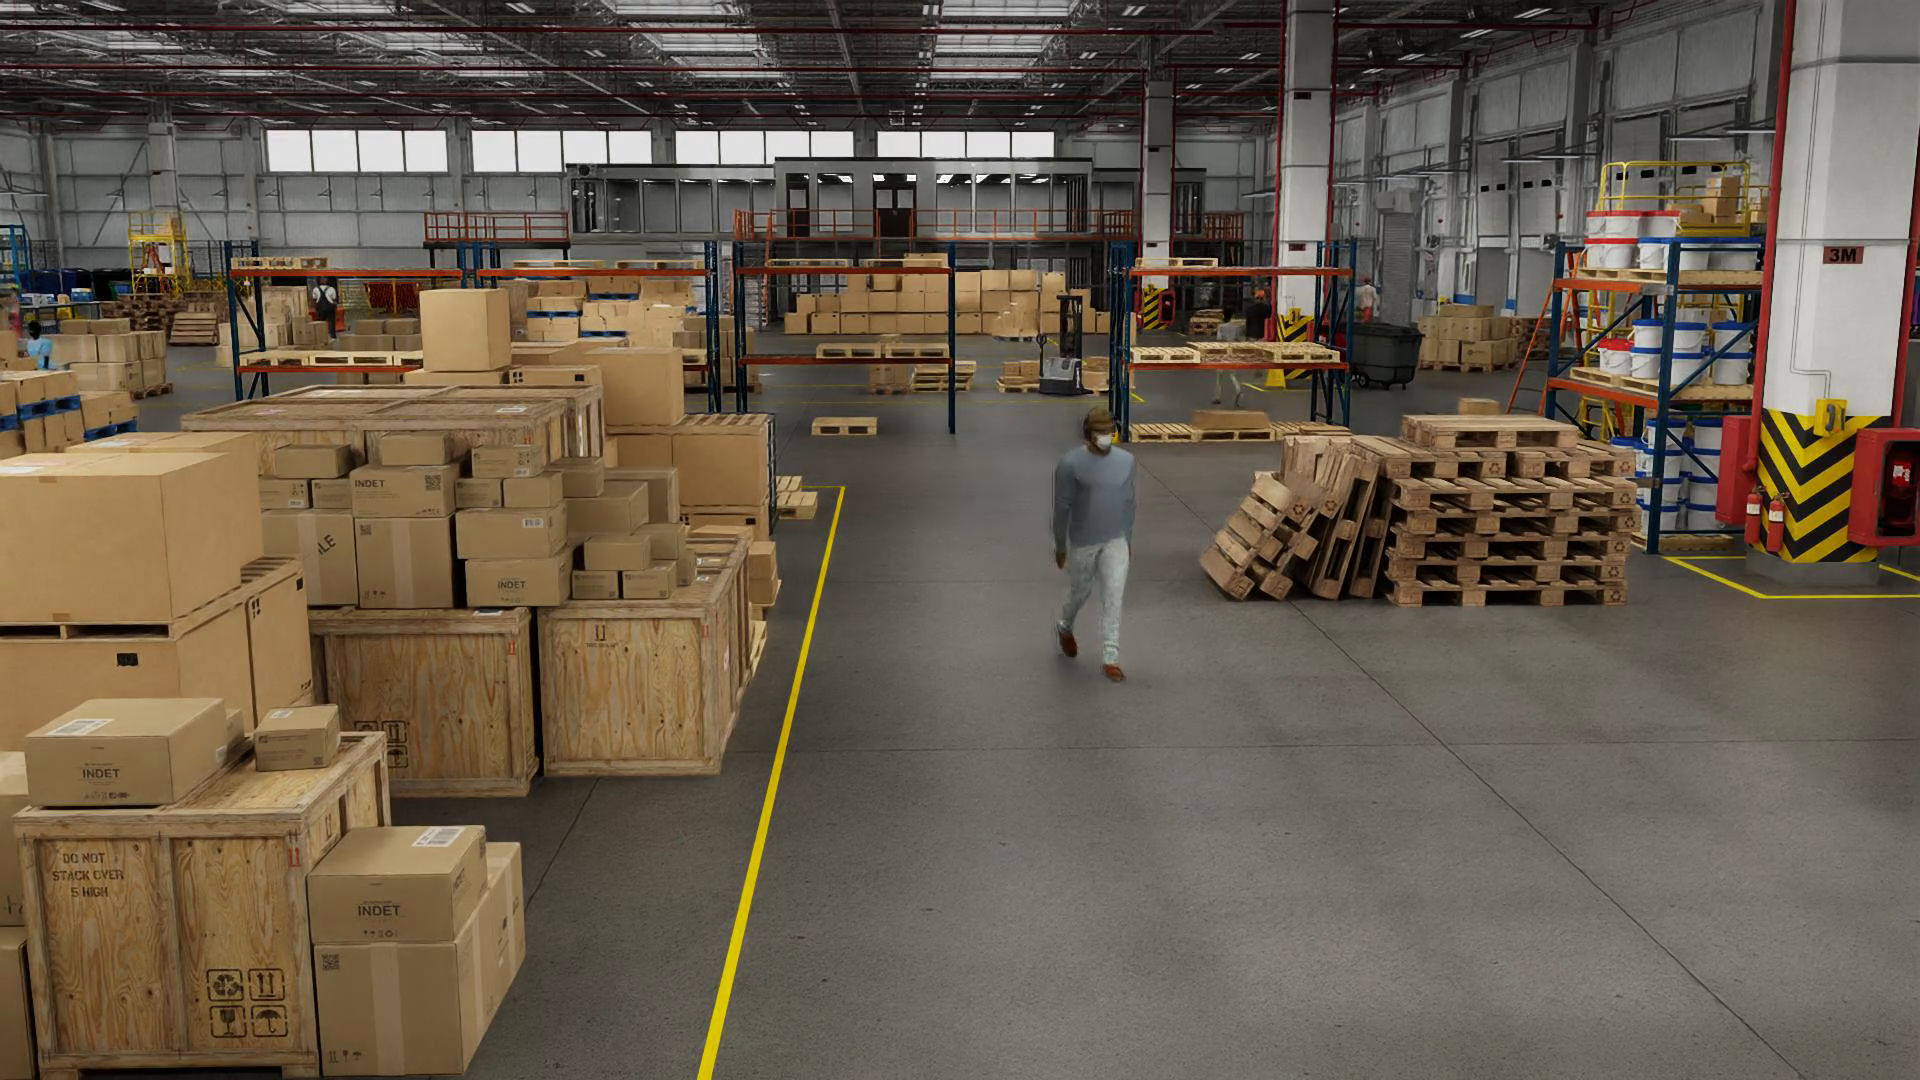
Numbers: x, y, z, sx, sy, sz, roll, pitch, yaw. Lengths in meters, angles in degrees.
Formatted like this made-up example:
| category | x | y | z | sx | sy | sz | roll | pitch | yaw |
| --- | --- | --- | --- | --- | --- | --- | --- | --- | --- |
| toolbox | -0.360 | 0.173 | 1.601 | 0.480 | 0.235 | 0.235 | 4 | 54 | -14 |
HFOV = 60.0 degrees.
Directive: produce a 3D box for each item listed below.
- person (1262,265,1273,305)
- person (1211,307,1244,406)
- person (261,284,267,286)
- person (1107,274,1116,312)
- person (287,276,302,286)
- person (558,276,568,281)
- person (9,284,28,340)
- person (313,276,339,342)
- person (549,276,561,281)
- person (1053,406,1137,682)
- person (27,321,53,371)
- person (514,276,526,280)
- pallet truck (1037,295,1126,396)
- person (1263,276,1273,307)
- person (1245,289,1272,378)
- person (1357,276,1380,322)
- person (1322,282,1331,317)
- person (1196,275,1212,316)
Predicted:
| category | x | y | z | sx | sy | sz | roll | pitch | yaw |
| --- | --- | --- | --- | --- | --- | --- | --- | --- | --- |
| person | 14.453 | -11.955 | 78.236 | 0.651 | 1.933 | 0.443 | -7 | 12 | -34 |
| person | 4.978 | -3.399 | 30.827 | 0.525 | 1.842 | 0.854 | -5 | 11 | -25 |
| person | -18.377 | -5.809 | 44.014 | 0.654 | 1.918 | 0.461 | 4 | 11 | 20 |
| person | 5.951 | -9.693 | 66.074 | 0.529 | 1.772 | 0.304 | -7 | 12 | -32 |
| person | -28.364 | -10.574 | 70.802 | 0.702 | 1.833 | 0.387 | -8 | 13 | -36 |
| person | -14.300 | -8.722 | 59.957 | 0.582 | 2.025 | 0.630 | 9 | 13 | 40 |
| person | -29.082 | -6.976 | 51.052 | 0.650 | 1.734 | 0.523 | -8 | 13 | -38 |
| person | -19.288 | -7.060 | 50.648 | 0.688 | 2.000 | 0.536 | 0 | 10 | -3 |
| person | -18.660 | -11.622 | 76.585 | 0.603 | 1.869 | 1.059 | -9 | 14 | -41 |
| person | 0.930 | -0.007 | 11.750 | 0.638 | 1.910 | 0.890 | -3 | 11 | -18 |
| person | -16.070 | -3.010 | 29.157 | 0.532 | 1.662 | 0.853 | 4 | 11 | 20 |
| person | -17.918 | -10.074 | 67.860 | 0.569 | 1.882 | 0.984 | -2 | 10 | -11 |
| pallet truck | 2.483 | -3.881 | 33.060 | 1.885 | 1.965 | 0.823 | -7 | 13 | -36 |
| person | 12.037 | -9.428 | 64.801 | 0.540 | 1.695 | 0.317 | 0 | 10 | -2 |
| person | 6.639 | -4.569 | 36.933 | 0.640 | 1.977 | 0.497 | 5 | 11 | 25 |
| person | 13.153 | -7.574 | 53.825 | 1.048 | 1.937 | 0.635 | -8 | 13 | -39 |
| person | 10.506 | -6.537 | 48.206 | 0.612 | 1.869 | 1.011 | 6 | 12 | 29 |
| person | 8.859 | -8.800 | 60.751 | 0.962 | 1.888 | 0.574 | -7 | 12 | -34 |
